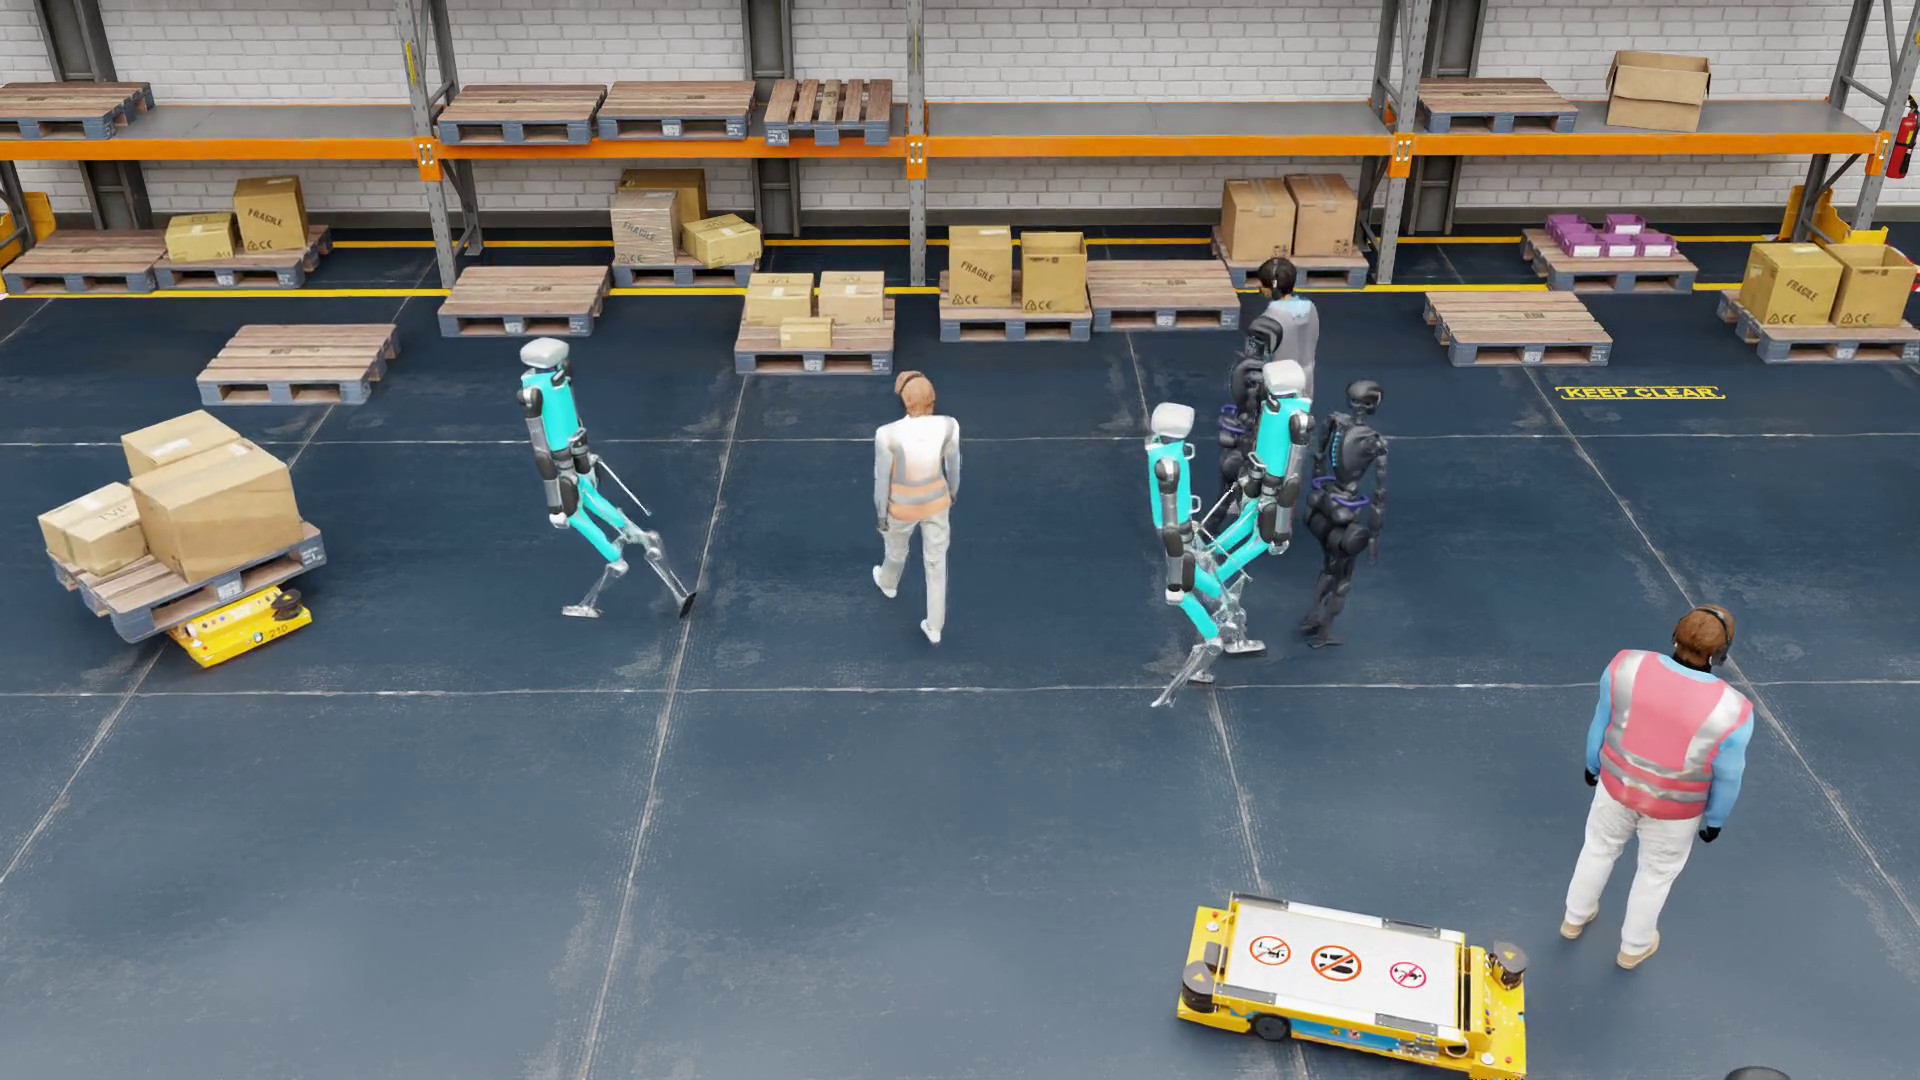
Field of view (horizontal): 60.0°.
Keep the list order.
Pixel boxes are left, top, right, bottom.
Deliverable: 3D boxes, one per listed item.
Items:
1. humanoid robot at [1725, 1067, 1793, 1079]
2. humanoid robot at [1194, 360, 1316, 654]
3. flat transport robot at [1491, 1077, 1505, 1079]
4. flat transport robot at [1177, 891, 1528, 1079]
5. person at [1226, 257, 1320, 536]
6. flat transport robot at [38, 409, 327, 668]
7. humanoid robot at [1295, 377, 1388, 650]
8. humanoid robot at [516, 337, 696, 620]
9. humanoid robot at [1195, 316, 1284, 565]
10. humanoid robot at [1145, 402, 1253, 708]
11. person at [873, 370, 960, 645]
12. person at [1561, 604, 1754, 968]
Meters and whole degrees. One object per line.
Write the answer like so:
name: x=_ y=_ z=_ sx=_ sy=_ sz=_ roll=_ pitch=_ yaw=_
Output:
humanoid robot: x=2.425 y=2.253 z=5.293 sx=0.431 sy=1.653 sz=0.594 roll=5 pitch=31 yaw=8
humanoid robot: x=1.529 y=-0.144 z=9.181 sx=0.688 sy=1.751 sz=0.531 roll=-7 pitch=32 yaw=-11
flat transport robot: x=2.566 y=2.485 z=6.274 sx=1.431 sy=0.231 sz=0.659 roll=10 pitch=32 yaw=16
flat transport robot: x=1.704 y=1.923 z=7.210 sx=1.431 sy=0.231 sz=0.659 roll=8 pitch=32 yaw=13
person: x=1.974 y=-0.904 z=10.367 sx=0.652 sy=1.854 sz=0.582 roll=-19 pitch=36 yaw=-28
flat transport robot: x=-4.543 y=0.288 z=9.932 sx=1.431 sy=0.231 sz=0.659 roll=26 pitch=39 yaw=36
humanoid robot: x=2.125 y=-0.137 z=9.284 sx=0.333 sy=1.653 sz=0.589 roll=-17 pitch=35 yaw=-26
humanoid robot: x=-1.955 y=-0.266 z=9.463 sx=0.933 sy=1.797 sz=0.560 roll=6 pitch=31 yaw=10
humanoid robot: x=1.732 y=-0.583 z=10.029 sx=0.657 sy=1.628 sz=0.587 roll=4 pitch=31 yaw=6
humanoid robot: x=1.309 y=0.120 z=8.787 sx=0.724 sy=1.779 sz=0.532 roll=3 pitch=31 yaw=5
person: x=-0.271 y=-0.246 z=9.510 sx=0.543 sy=1.600 sz=0.820 roll=-10 pitch=32 yaw=-16
person: x=2.981 y=1.066 z=7.124 sx=0.637 sy=1.830 sz=0.429 roll=23 pitch=38 yaw=33
